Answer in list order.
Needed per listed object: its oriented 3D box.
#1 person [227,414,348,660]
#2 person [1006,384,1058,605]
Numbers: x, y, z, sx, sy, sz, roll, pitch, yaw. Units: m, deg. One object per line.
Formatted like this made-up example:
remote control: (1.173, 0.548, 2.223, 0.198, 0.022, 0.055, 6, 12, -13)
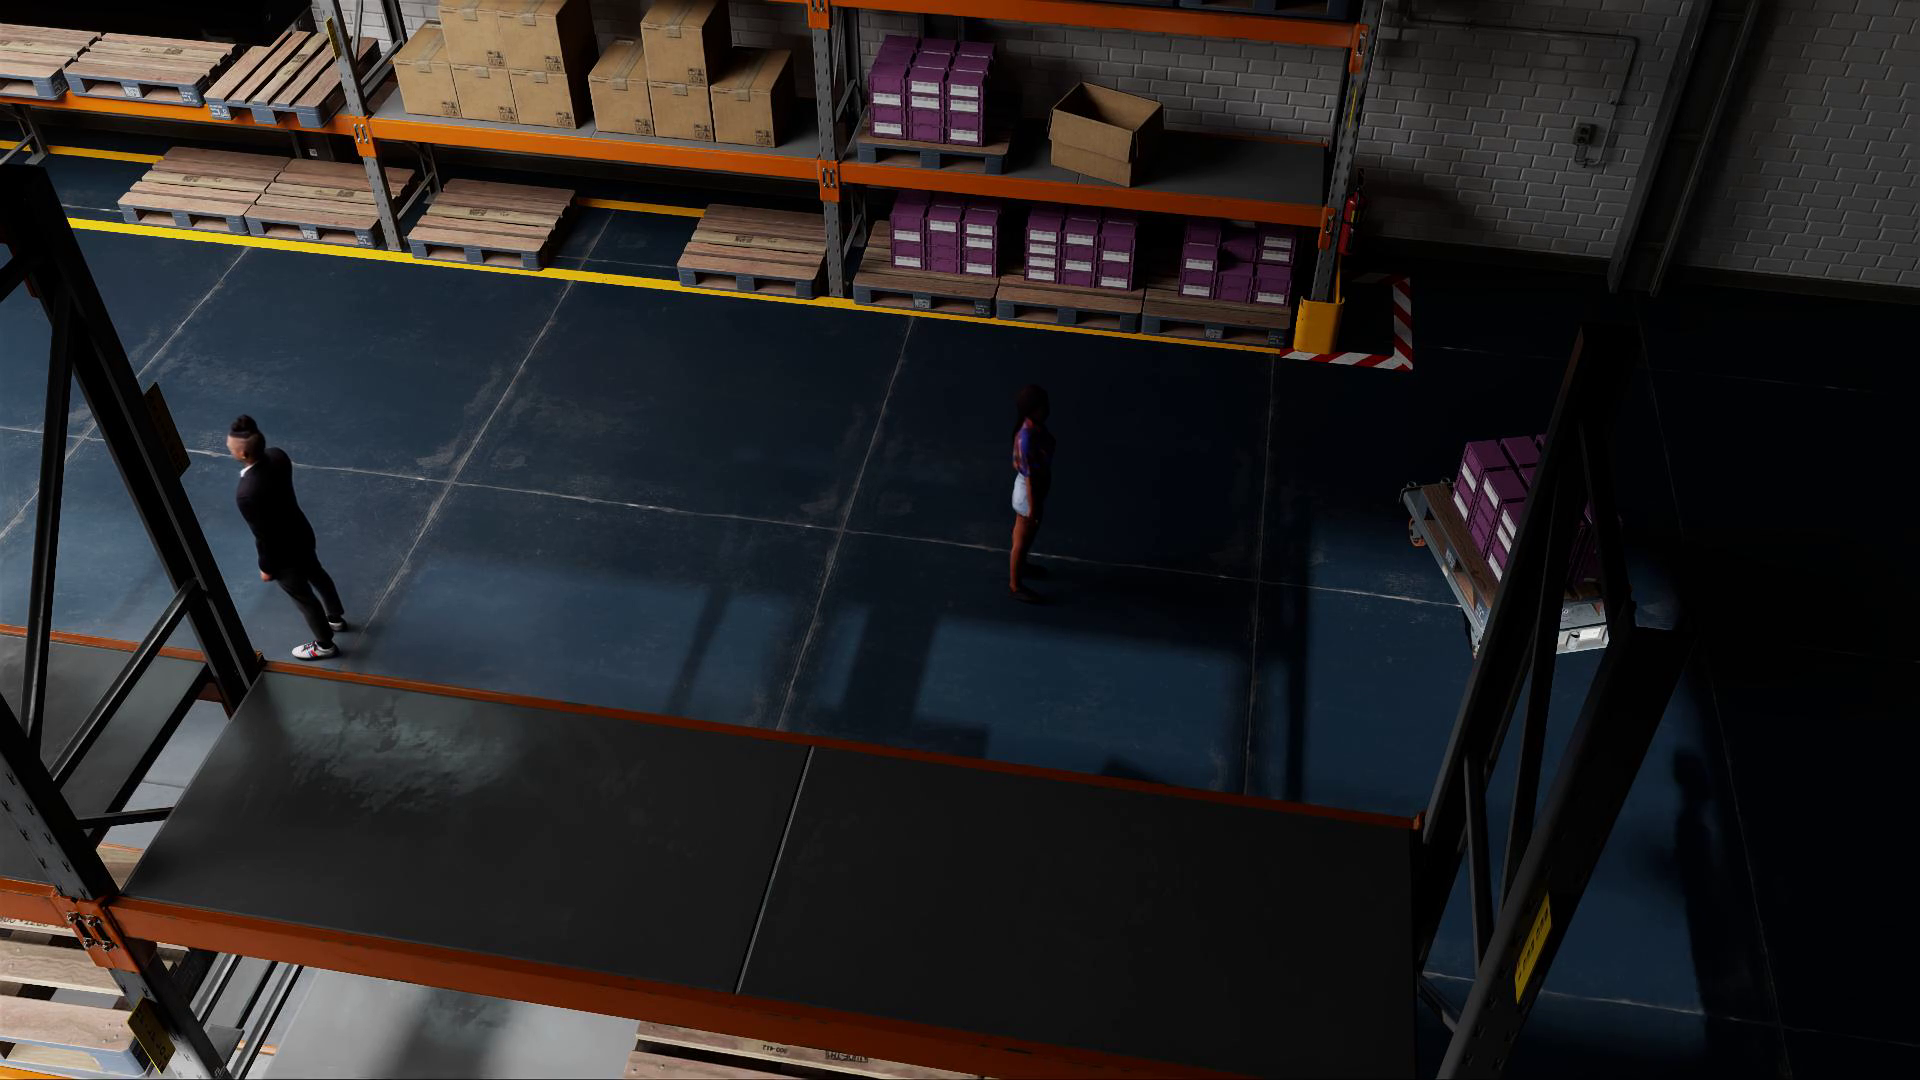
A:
person: (-4.301, -0.024, 10.607, 0.624, 1.958, 0.725, 3, 44, 3)
person: (0.462, -0.326, 11.080, 0.524, 1.744, 0.600, 4, 44, 5)
